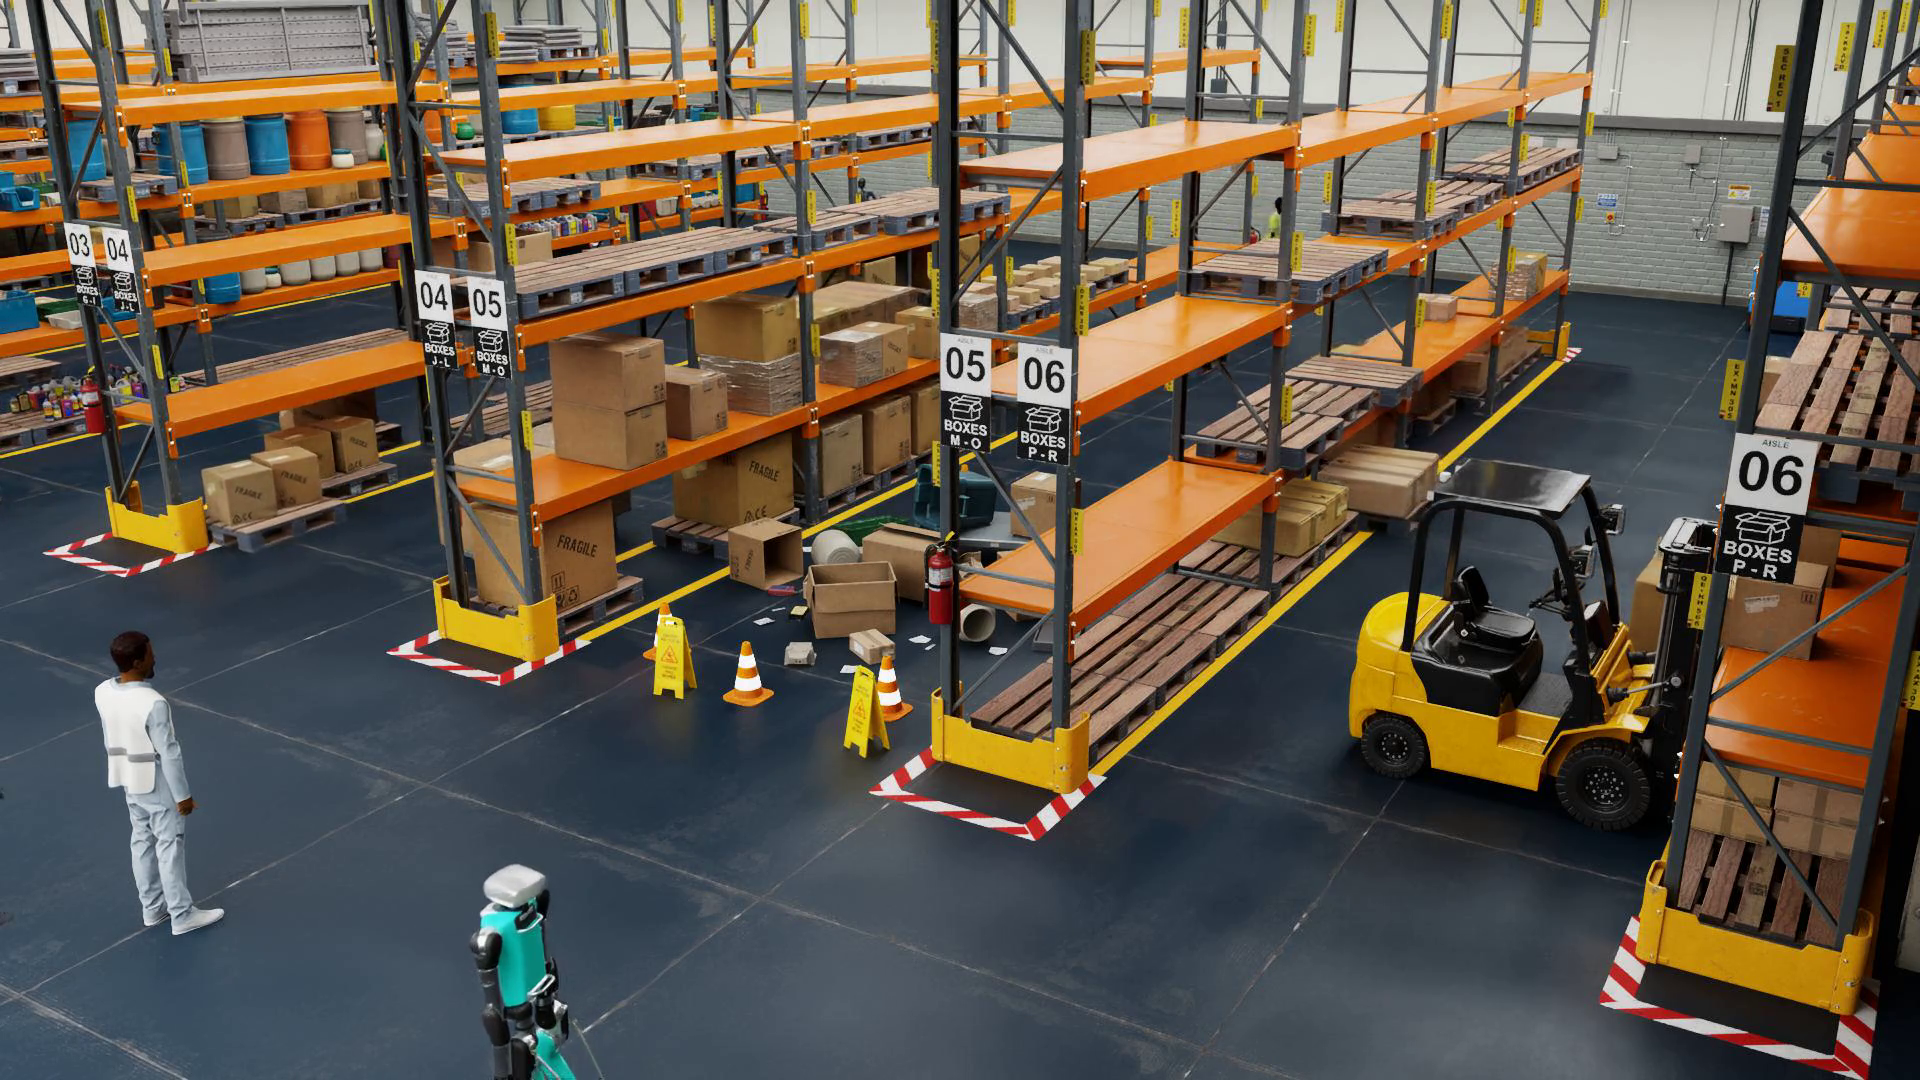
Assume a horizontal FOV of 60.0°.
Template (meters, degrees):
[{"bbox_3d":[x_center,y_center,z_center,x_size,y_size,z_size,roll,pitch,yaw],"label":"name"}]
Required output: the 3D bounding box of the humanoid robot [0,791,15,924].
[{"bbox_3d":[-6.059,1.534,10.054,0.675,1.636,0.590,4,19,11],"label":"humanoid robot"}]

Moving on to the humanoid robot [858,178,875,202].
[{"bbox_3d":[-1.886,-6.312,32.796,0.609,1.629,0.787,-10,21,-26],"label":"humanoid robot"}]

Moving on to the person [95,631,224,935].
[{"bbox_3d":[-4.822,1.448,9.907,0.592,1.919,0.392,10,21,27],"label":"person"}]

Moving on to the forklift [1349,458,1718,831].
[{"bbox_3d":[3.988,0.658,11.776,2.313,2.155,1.214,11,22,29],"label":"forklift"}]

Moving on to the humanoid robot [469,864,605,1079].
[{"bbox_3d":[-1.804,2.346,7.587,0.672,1.796,0.551,5,20,15],"label":"humanoid robot"}]

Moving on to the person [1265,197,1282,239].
[{"bbox_3d":[5.625,-5.384,30.052,0.836,1.656,0.536,13,23,33],"label":"person"}]

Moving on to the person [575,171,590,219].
[{"bbox_3d":[-8.098,-7.324,35.484,0.668,1.782,0.525,12,23,32],"label":"person"}]

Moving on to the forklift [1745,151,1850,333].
[{"bbox_3d":[13.620,-4.667,26.137,1.873,2.768,1.129,11,22,29],"label":"forklift"}]
